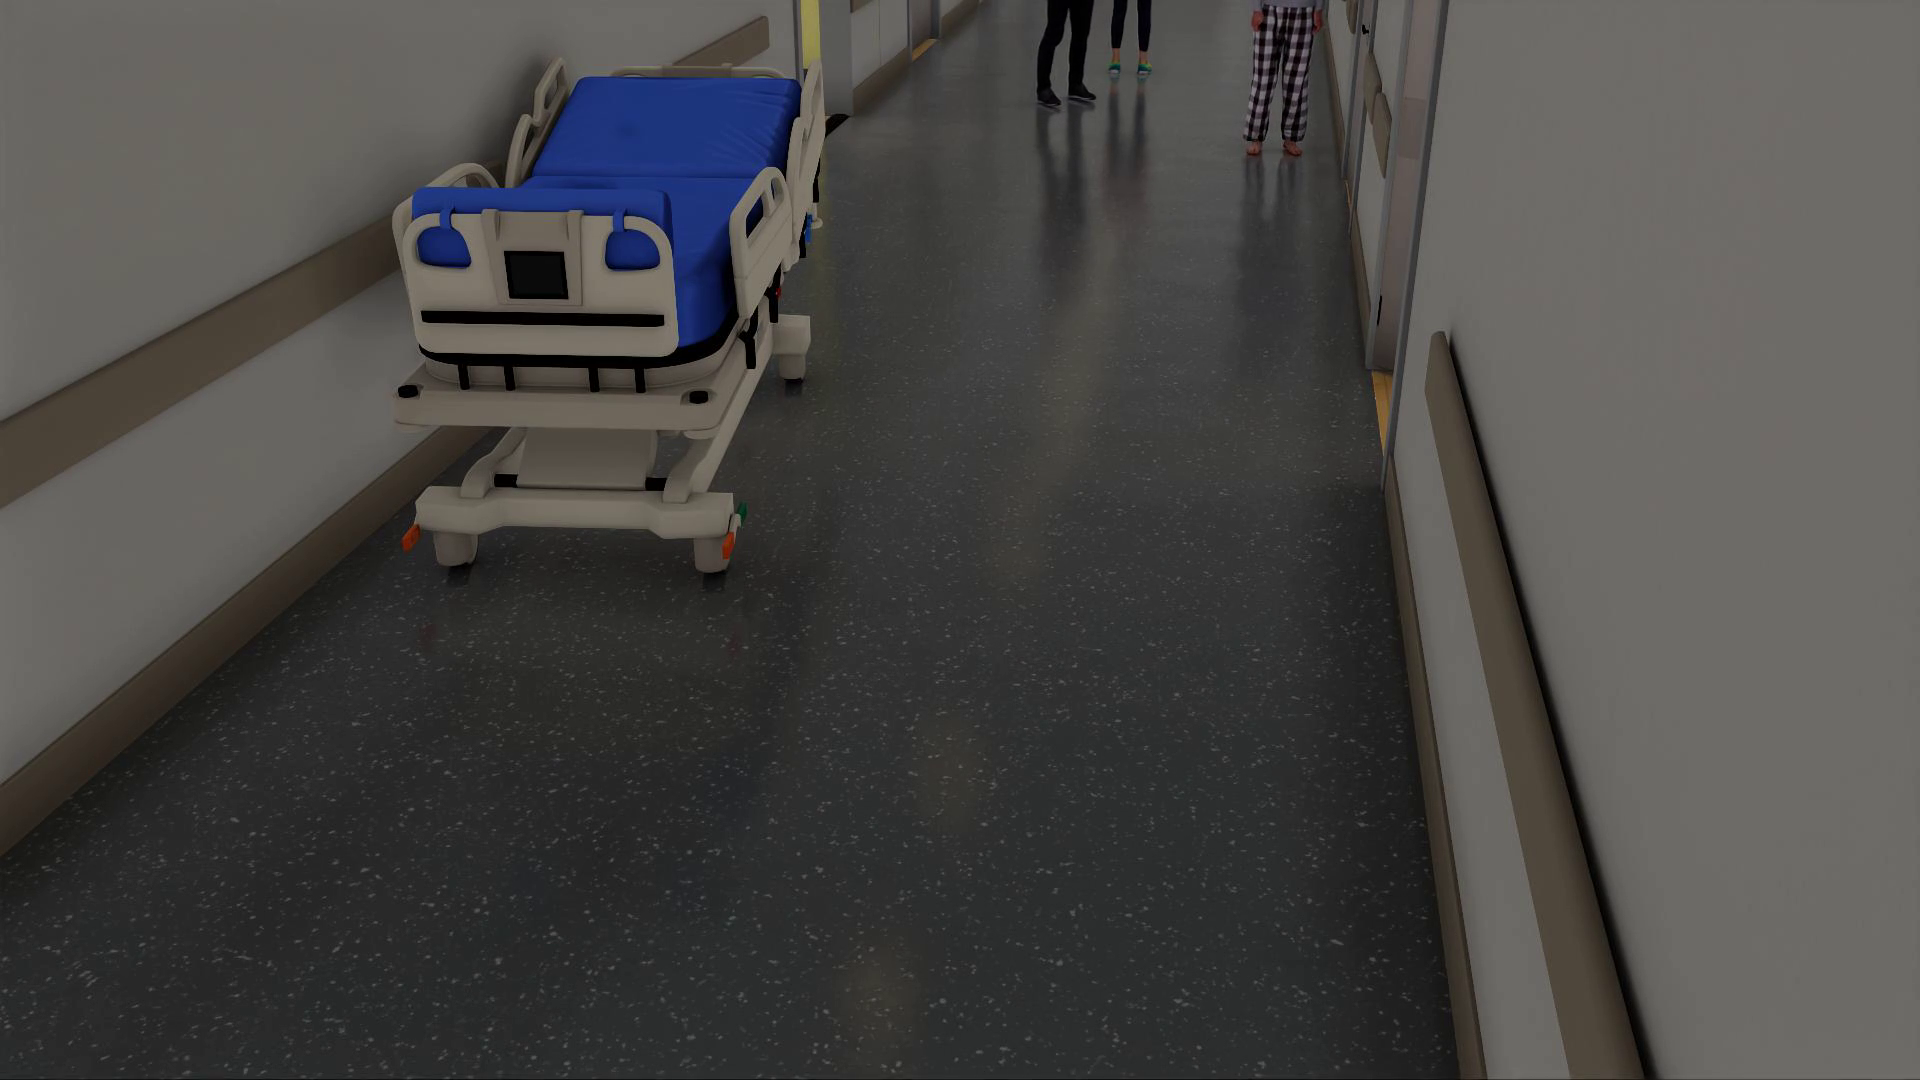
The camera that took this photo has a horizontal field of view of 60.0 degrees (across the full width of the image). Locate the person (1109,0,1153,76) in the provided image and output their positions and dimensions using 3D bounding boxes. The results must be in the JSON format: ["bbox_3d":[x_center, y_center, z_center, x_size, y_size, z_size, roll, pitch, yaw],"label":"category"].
[{"bbox_3d":[1.399,-4.624,13.331,0.458,1.702,0.643,4,26,8],"label":"person"}]

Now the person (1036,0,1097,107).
[{"bbox_3d":[0.797,-4.138,12.166,0.722,1.838,0.780,-17,31,-32],"label":"person"}]

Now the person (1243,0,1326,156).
[{"bbox_3d":[2.100,-3.429,10.686,0.498,1.847,0.703,2,26,3],"label":"person"}]
